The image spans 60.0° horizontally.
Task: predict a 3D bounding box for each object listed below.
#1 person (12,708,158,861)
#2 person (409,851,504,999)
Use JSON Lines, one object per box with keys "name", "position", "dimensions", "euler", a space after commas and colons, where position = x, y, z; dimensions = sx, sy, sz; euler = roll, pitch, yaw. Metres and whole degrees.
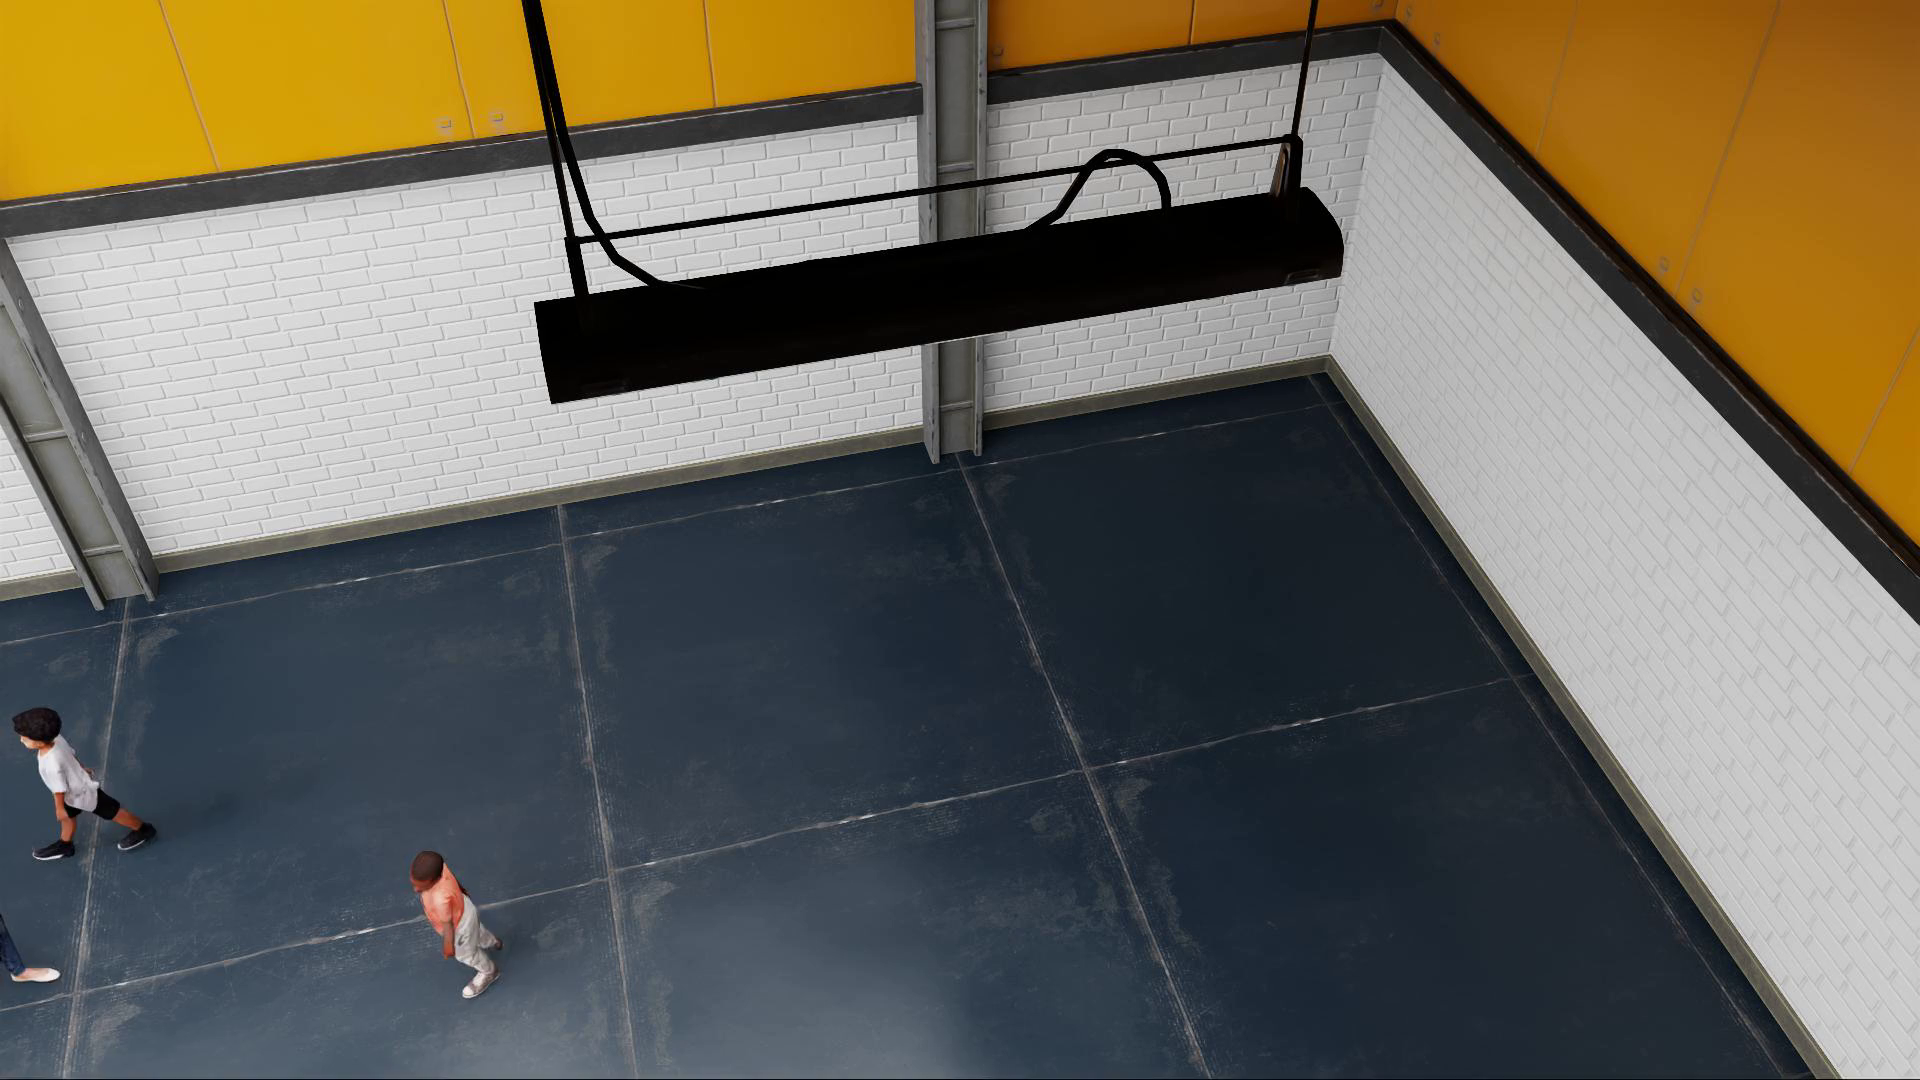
{"name": "person", "position": [-5.090, 1.418, 9.686], "dimensions": [0.927, 1.224, 0.603], "euler": [-18, 47, -18]}
{"name": "person", "position": [-2.702, 2.012, 9.018], "dimensions": [0.528, 1.284, 0.634], "euler": [-4, 44, -4]}
